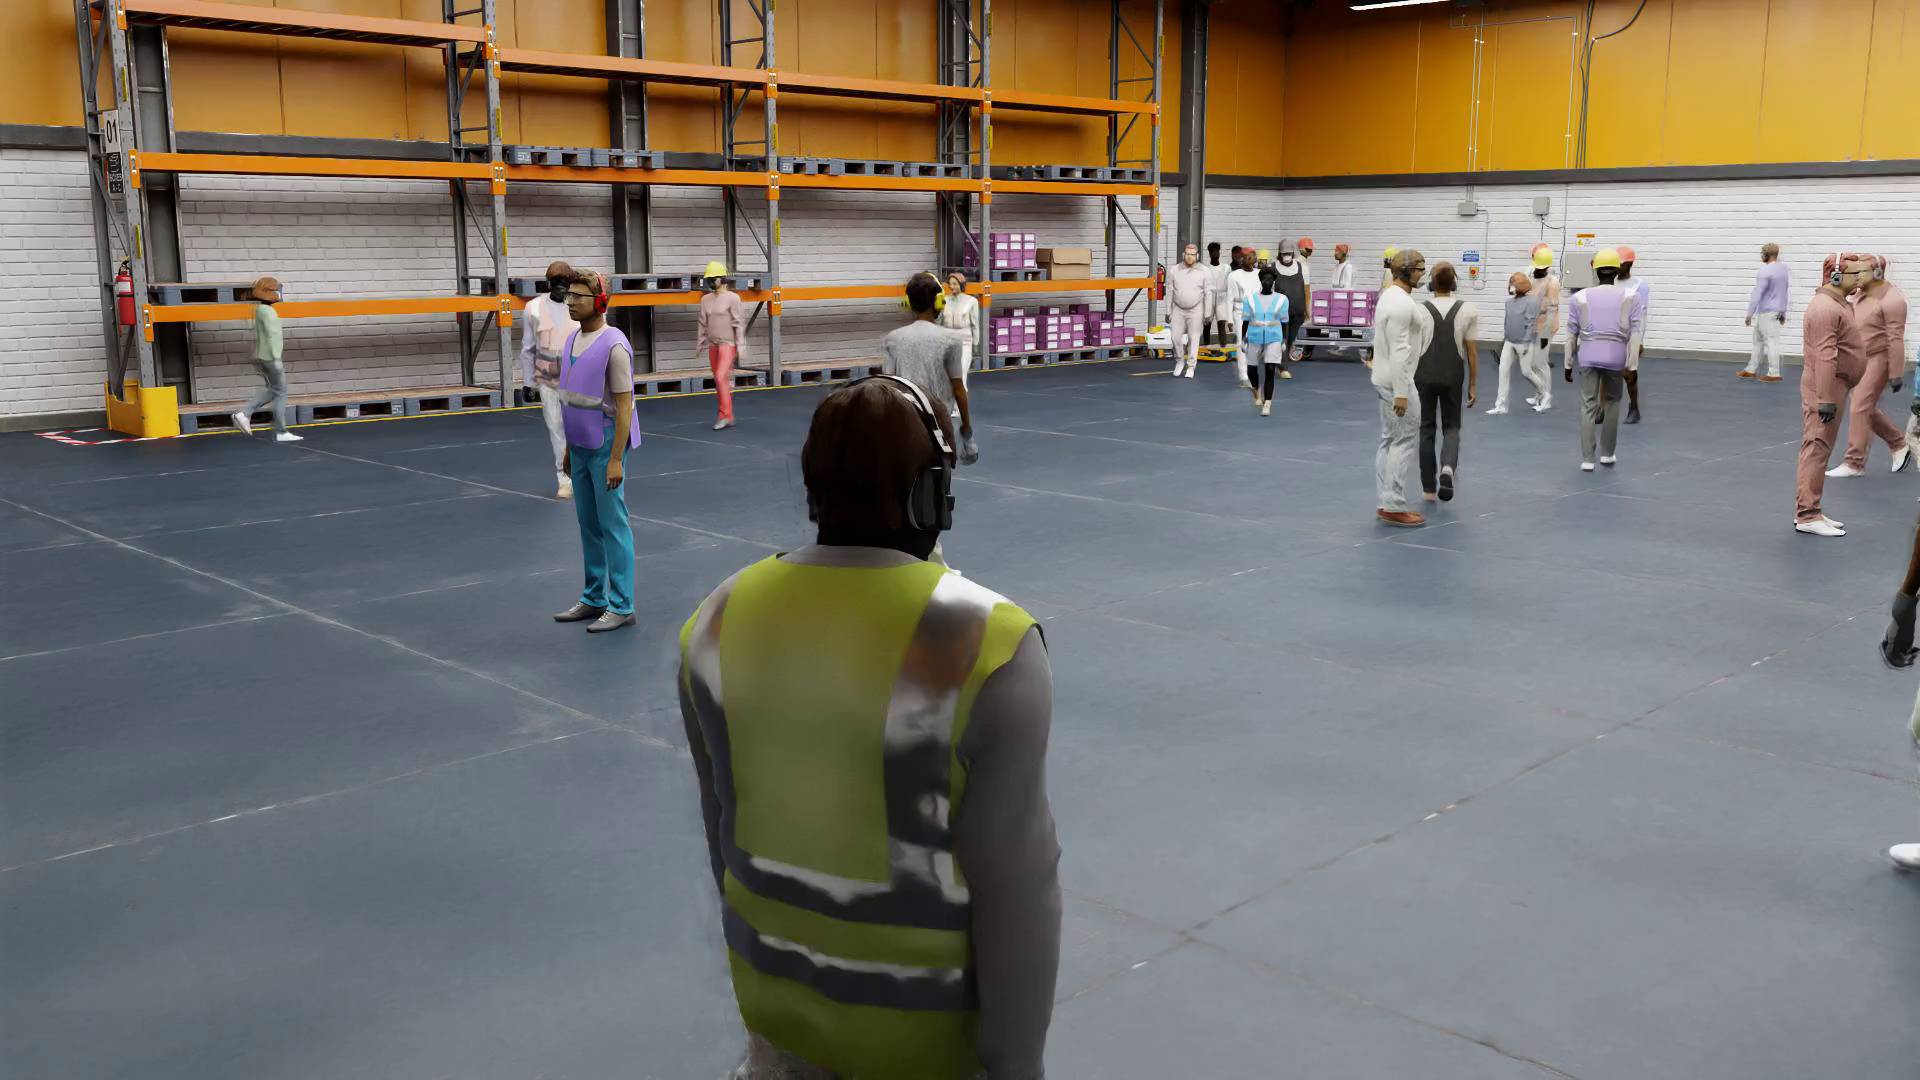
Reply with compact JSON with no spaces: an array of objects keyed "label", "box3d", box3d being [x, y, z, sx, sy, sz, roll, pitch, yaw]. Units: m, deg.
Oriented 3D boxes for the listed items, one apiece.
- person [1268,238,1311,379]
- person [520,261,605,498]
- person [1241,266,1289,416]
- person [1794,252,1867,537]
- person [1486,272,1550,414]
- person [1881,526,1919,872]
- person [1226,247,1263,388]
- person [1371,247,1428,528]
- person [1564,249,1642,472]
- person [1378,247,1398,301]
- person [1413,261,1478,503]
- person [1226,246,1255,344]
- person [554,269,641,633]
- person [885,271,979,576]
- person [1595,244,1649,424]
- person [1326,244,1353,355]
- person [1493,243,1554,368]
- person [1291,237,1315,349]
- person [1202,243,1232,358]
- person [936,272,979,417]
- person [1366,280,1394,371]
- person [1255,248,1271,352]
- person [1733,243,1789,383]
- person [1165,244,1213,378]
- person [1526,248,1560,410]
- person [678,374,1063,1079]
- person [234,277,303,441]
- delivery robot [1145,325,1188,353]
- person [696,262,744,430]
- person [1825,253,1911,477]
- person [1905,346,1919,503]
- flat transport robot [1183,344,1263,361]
[{"label":"person","box3d":[4.643,-3.345,23.787,0.673,2.000,1.012,-2,11,-8]},{"label":"person","box3d":[-3.039,-1.219,12.791,0.647,1.826,0.447,0,10,2]},{"label":"person","box3d":[3.447,-2.260,18.817,0.537,1.678,0.671,2,11,13]},{"label":"person","box3d":[5.922,-0.992,11.320,0.409,1.909,0.641,5,12,26]},{"label":"person","box3d":[6.378,-2.235,18.892,0.738,1.609,0.499,-5,12,-27]},{"label":"person","box3d":[3.032,0.228,4.888,0.460,1.834,0.684,-3,11,-16]},{"label":"person","box3d":[3.814,-2.979,22.248,0.587,1.870,0.583,-3,11,-15]},{"label":"person","box3d":[3.083,-1.064,11.636,0.400,1.937,0.649,1,10,8]},{"label":"person","box3d":[5.568,-1.559,14.442,0.606,1.897,0.806,4,11,22]},{"label":"person","box3d":[7.096,-3.906,27.441,0.412,1.819,0.619,7,12,32]},{"label":"person","box3d":[3.590,-1.159,12.434,0.533,1.833,0.532,2,11,10]},{"label":"person","box3d":[4.687,-4.027,28.088,0.602,1.824,1.063,7,12,32]},{"label":"person","box3d":[-1.861,-0.459,8.569,0.390,1.850,0.565,-9,14,-41]},{"label":"person","box3d":[-0.235,-0.586,9.334,0.509,1.832,0.914,7,13,34]},{"label":"person","box3d":[7.078,-2.188,17.819,0.506,1.942,0.556,-8,13,-36]},{"label":"person","box3d":[6.356,-4.033,27.990,0.494,1.870,0.603,-2,11,-11]},{"label":"person","box3d":[8.682,-3.582,25.463,0.828,1.909,0.547,0,10,3]},{"label":"person","box3d":[5.924,-4.250,28.884,0.443,1.979,0.650,6,12,32]},{"label":"person","box3d":[4.122,-3.841,26.873,0.664,1.894,1.042,-1,10,-4]},{"label":"person","box3d":[-0.006,-2.203,18.717,0.520,1.621,0.616,4,11,21]},{"label":"person","box3d":[6.449,-3.299,24.600,0.888,1.651,0.536,8,13,37]},{"label":"person","box3d":[5.087,-3.998,27.976,0.598,1.807,0.702,8,13,37]},{"label":"person","box3d":[11.017,-3.128,22.944,0.662,1.910,0.830,-9,13,-39]},{"label":"person","box3d":[3.238,-3.237,23.598,0.685,1.887,0.465,3,11,17]},{"label":"person","box3d":[6.752,-2.450,19.359,0.464,1.876,0.745,0,10,-1]},{"label":"person","box3d":[-0.056,0.656,2.552,0.659,1.819,0.741,6,12,31]},{"label":"person","box3d":[-6.803,-1.758,16.289,0.523,1.619,0.504,-6,12,-30]},{"label":"delivery robot","box3d":[3.383,-3.267,27.156,0.707,0.478,0.477,2,11,11]},{"label":"person","box3d":[-2.539,-2.005,17.276,0.543,1.745,0.599,7,13,35]},{"label":"person","box3d":[7.724,-1.460,13.962,0.790,1.885,0.660,0,10,-1]},{"label":"person","box3d":[7.308,-1.044,12.347,0.543,1.623,0.364,-1,10,-5]},{"label":"flat transport robot","box3d":[4.280,-3.061,27.066,0.652,0.197,1.431,9,14,40]}]
